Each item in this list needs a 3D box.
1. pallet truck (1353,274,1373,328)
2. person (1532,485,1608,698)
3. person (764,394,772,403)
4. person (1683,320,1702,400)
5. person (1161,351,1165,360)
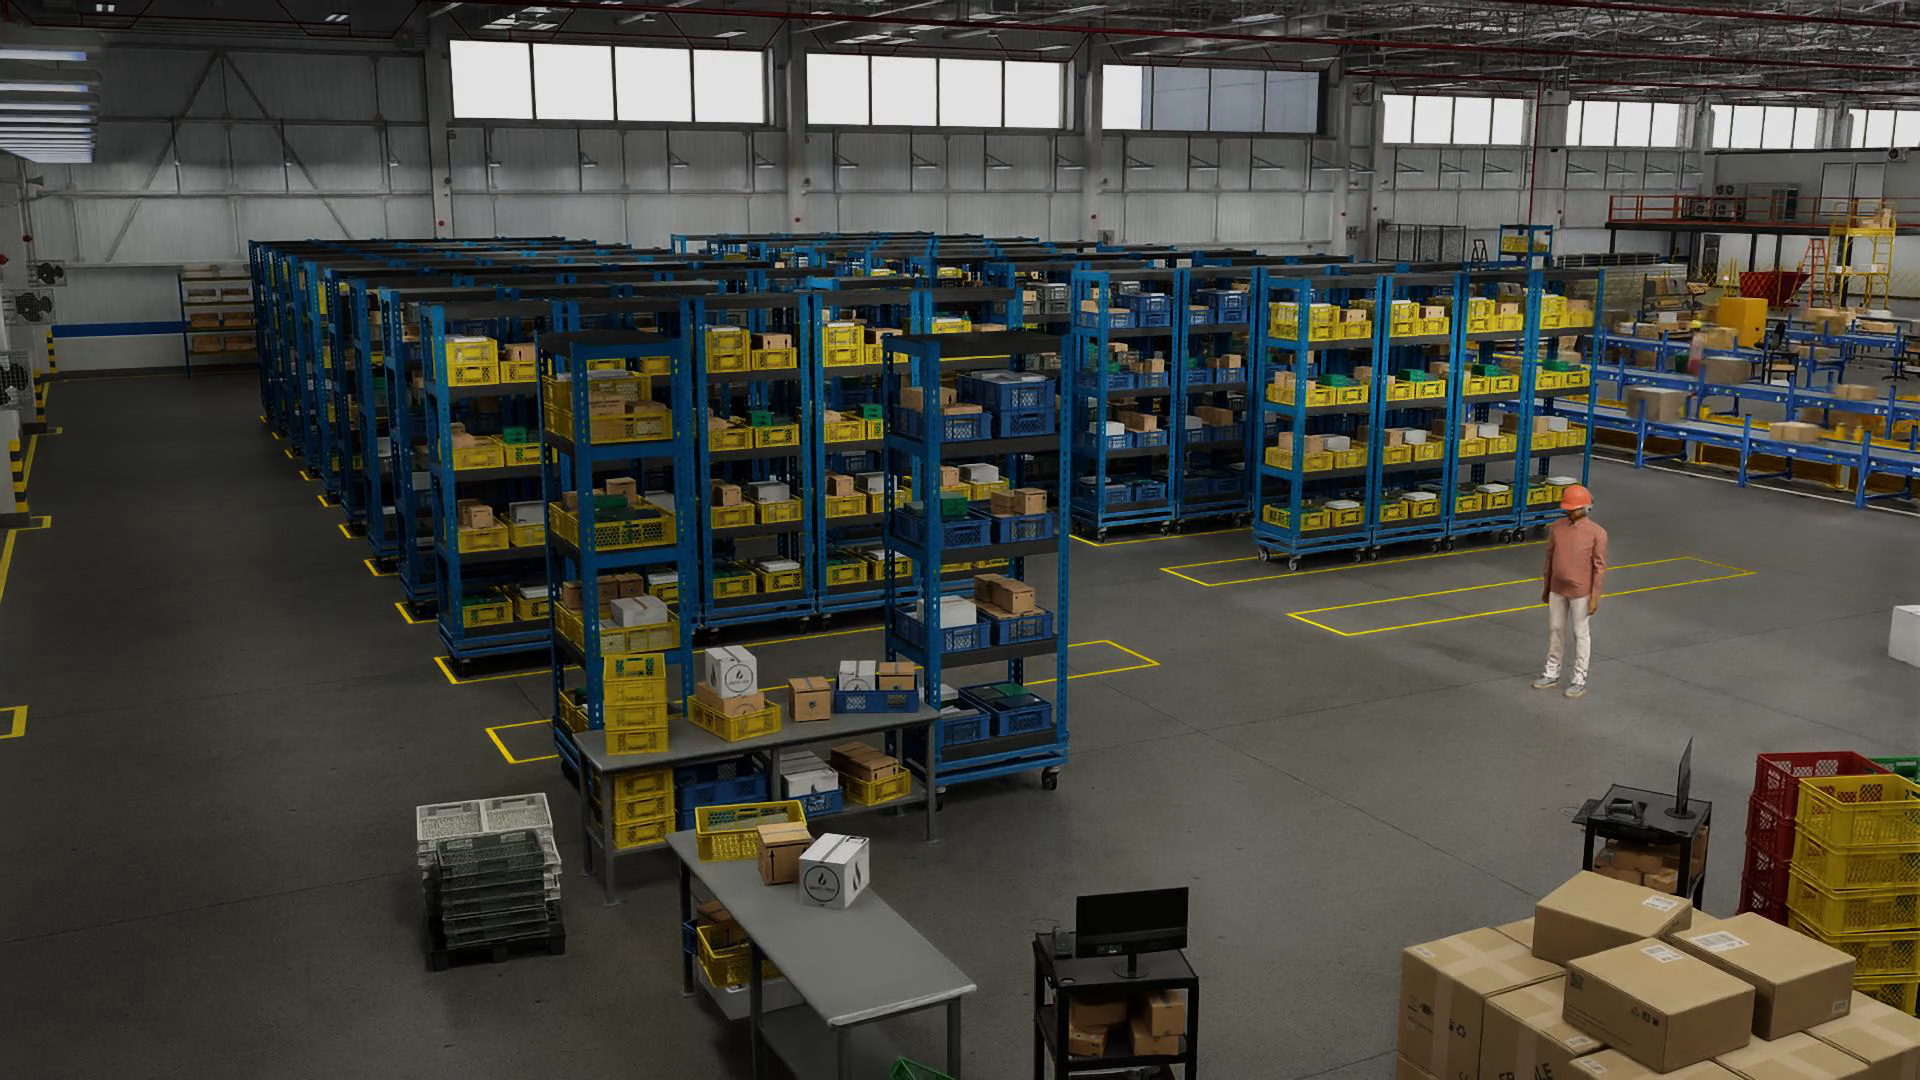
[{"bbox_3d":[13.011,-8.050,55.243,0.823,1.965,1.885,-7,14,-28],"label":"pallet truck"},{"bbox_3d":[5.672,0.462,15.451,0.386,1.989,0.608,-9,15,-35],"label":"person"},{"bbox_3d":[-3.390,-2.036,27.532,0.580,1.813,0.808,-4,13,-17],"label":"person"},{"bbox_3d":[16.163,-3.976,36.746,0.480,1.747,0.552,7,14,29],"label":"person"},{"bbox_3d":[5.427,-5.414,43.404,0.600,1.802,0.886,1,12,5],"label":"person"}]
